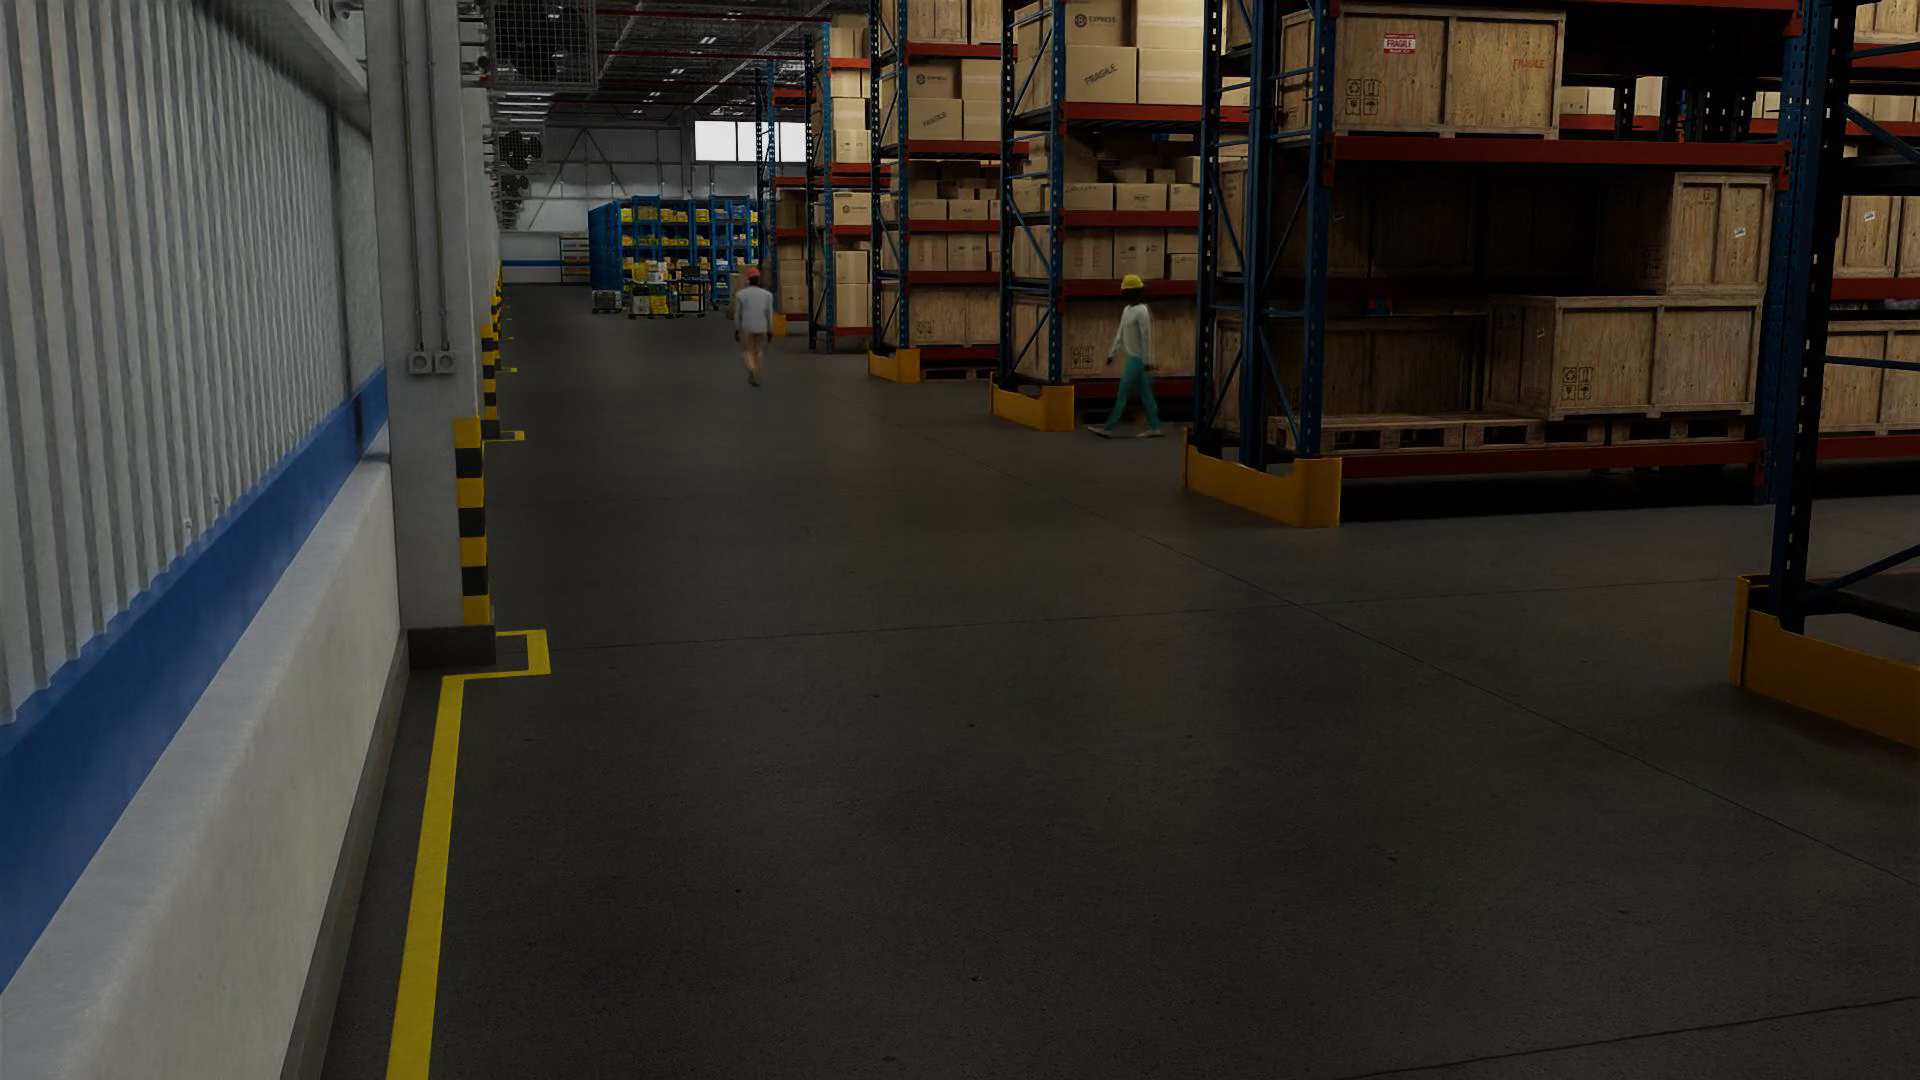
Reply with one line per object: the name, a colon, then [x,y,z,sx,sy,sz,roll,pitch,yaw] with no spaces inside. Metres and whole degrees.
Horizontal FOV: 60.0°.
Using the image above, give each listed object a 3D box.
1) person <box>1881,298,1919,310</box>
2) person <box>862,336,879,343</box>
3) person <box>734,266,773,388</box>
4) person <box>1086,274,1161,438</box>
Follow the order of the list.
person: [10.275,-2.085,18.299,0.948,1.778,0.605,-2,10,-11]
person: [-1.736,-4.930,34.276,0.699,1.826,0.636,-5,11,-25]
person: [-2.954,-3.039,23.797,0.587,1.735,0.401,-4,11,-20]
person: [1.742,-1.911,17.471,0.894,1.724,0.526,-2,10,-9]
